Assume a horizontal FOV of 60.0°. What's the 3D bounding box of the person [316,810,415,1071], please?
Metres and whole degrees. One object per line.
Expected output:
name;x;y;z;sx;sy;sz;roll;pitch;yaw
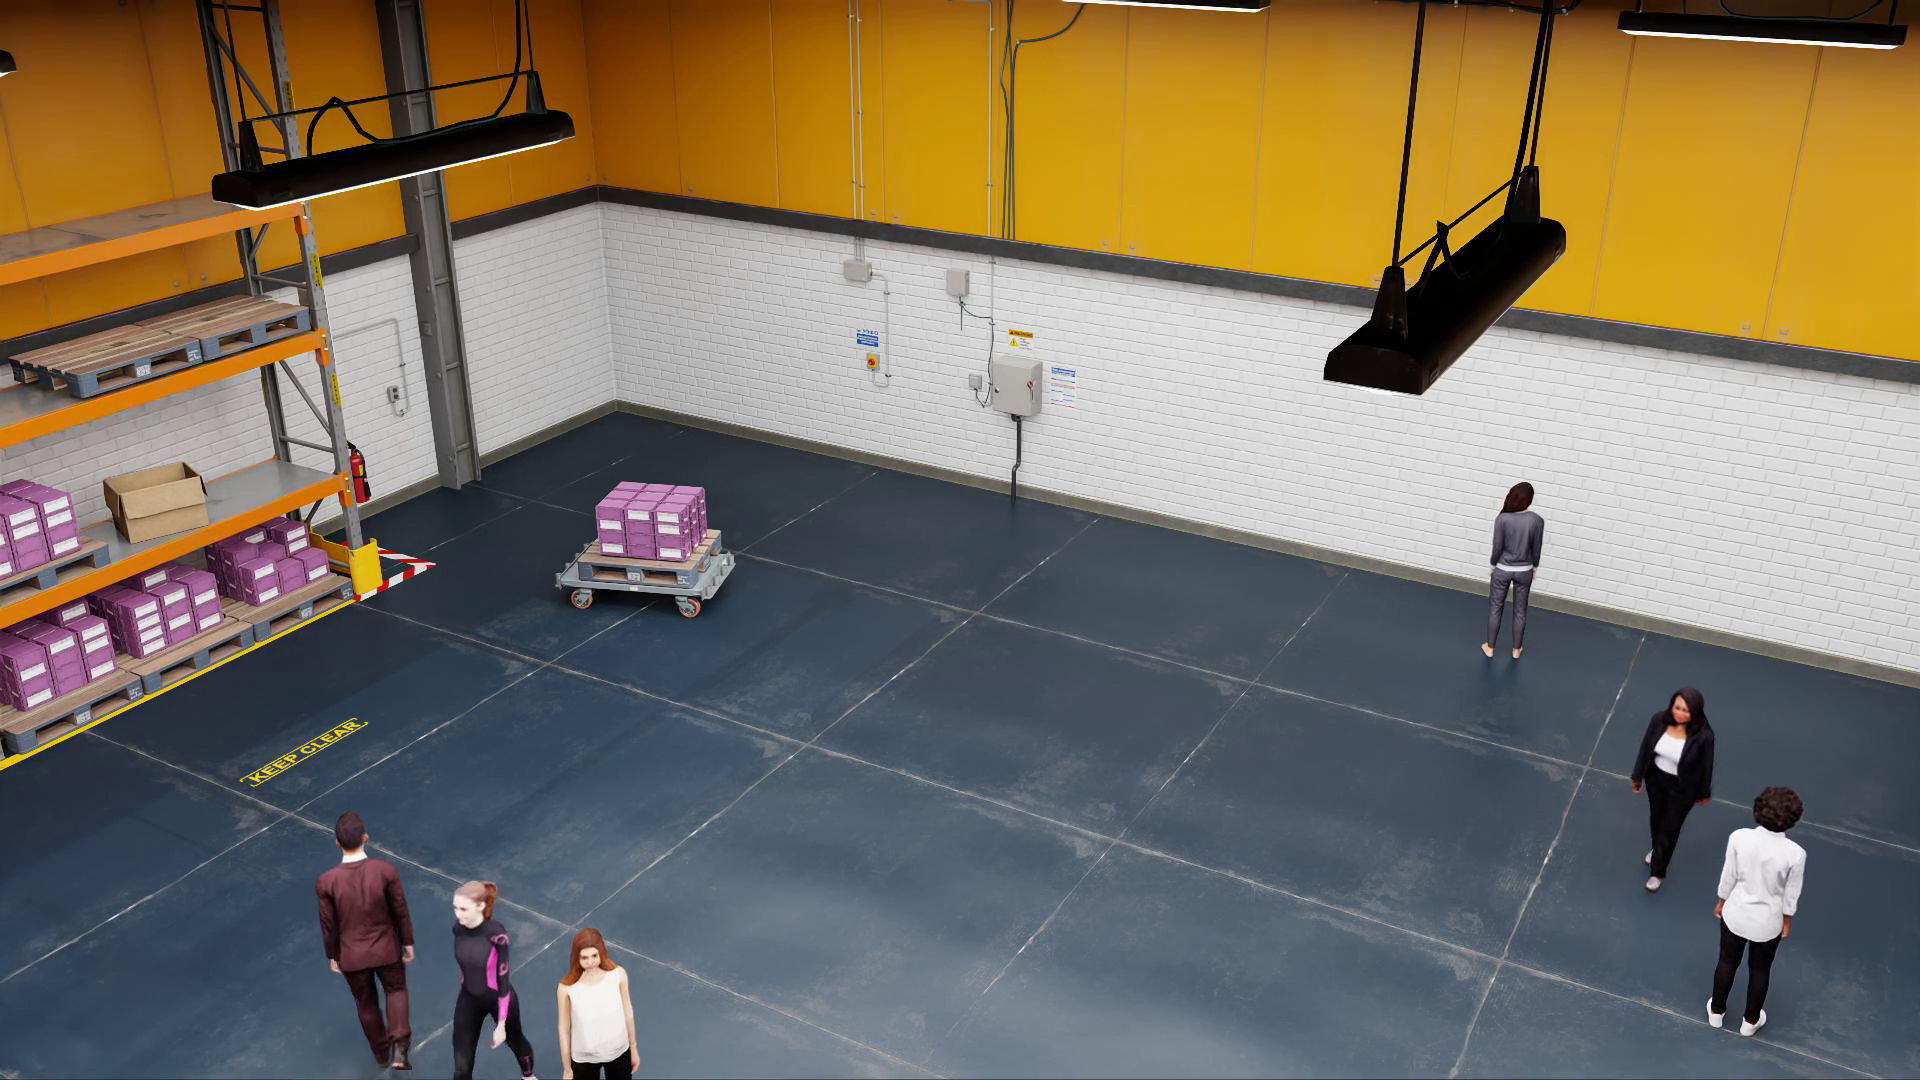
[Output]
person;-3.670;2.579;10.332;0.983;1.849;1.020;-9;25;-20

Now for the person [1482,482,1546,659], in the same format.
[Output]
person;5.223;0.281;15.692;0.678;1.768;0.650;4;24;8

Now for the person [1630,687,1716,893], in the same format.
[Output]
person;5.368;1.786;12.469;0.798;1.590;0.961;21;31;39

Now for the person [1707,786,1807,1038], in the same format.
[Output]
person;5.157;2.402;10.788;0.620;1.809;0.554;15;28;30

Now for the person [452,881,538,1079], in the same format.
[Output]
person;-2.787;2.769;10.070;0.715;1.710;1.124;7;25;16

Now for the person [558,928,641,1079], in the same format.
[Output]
person;-2.086;2.963;9.614;0.633;1.721;0.718;-9;25;-19
